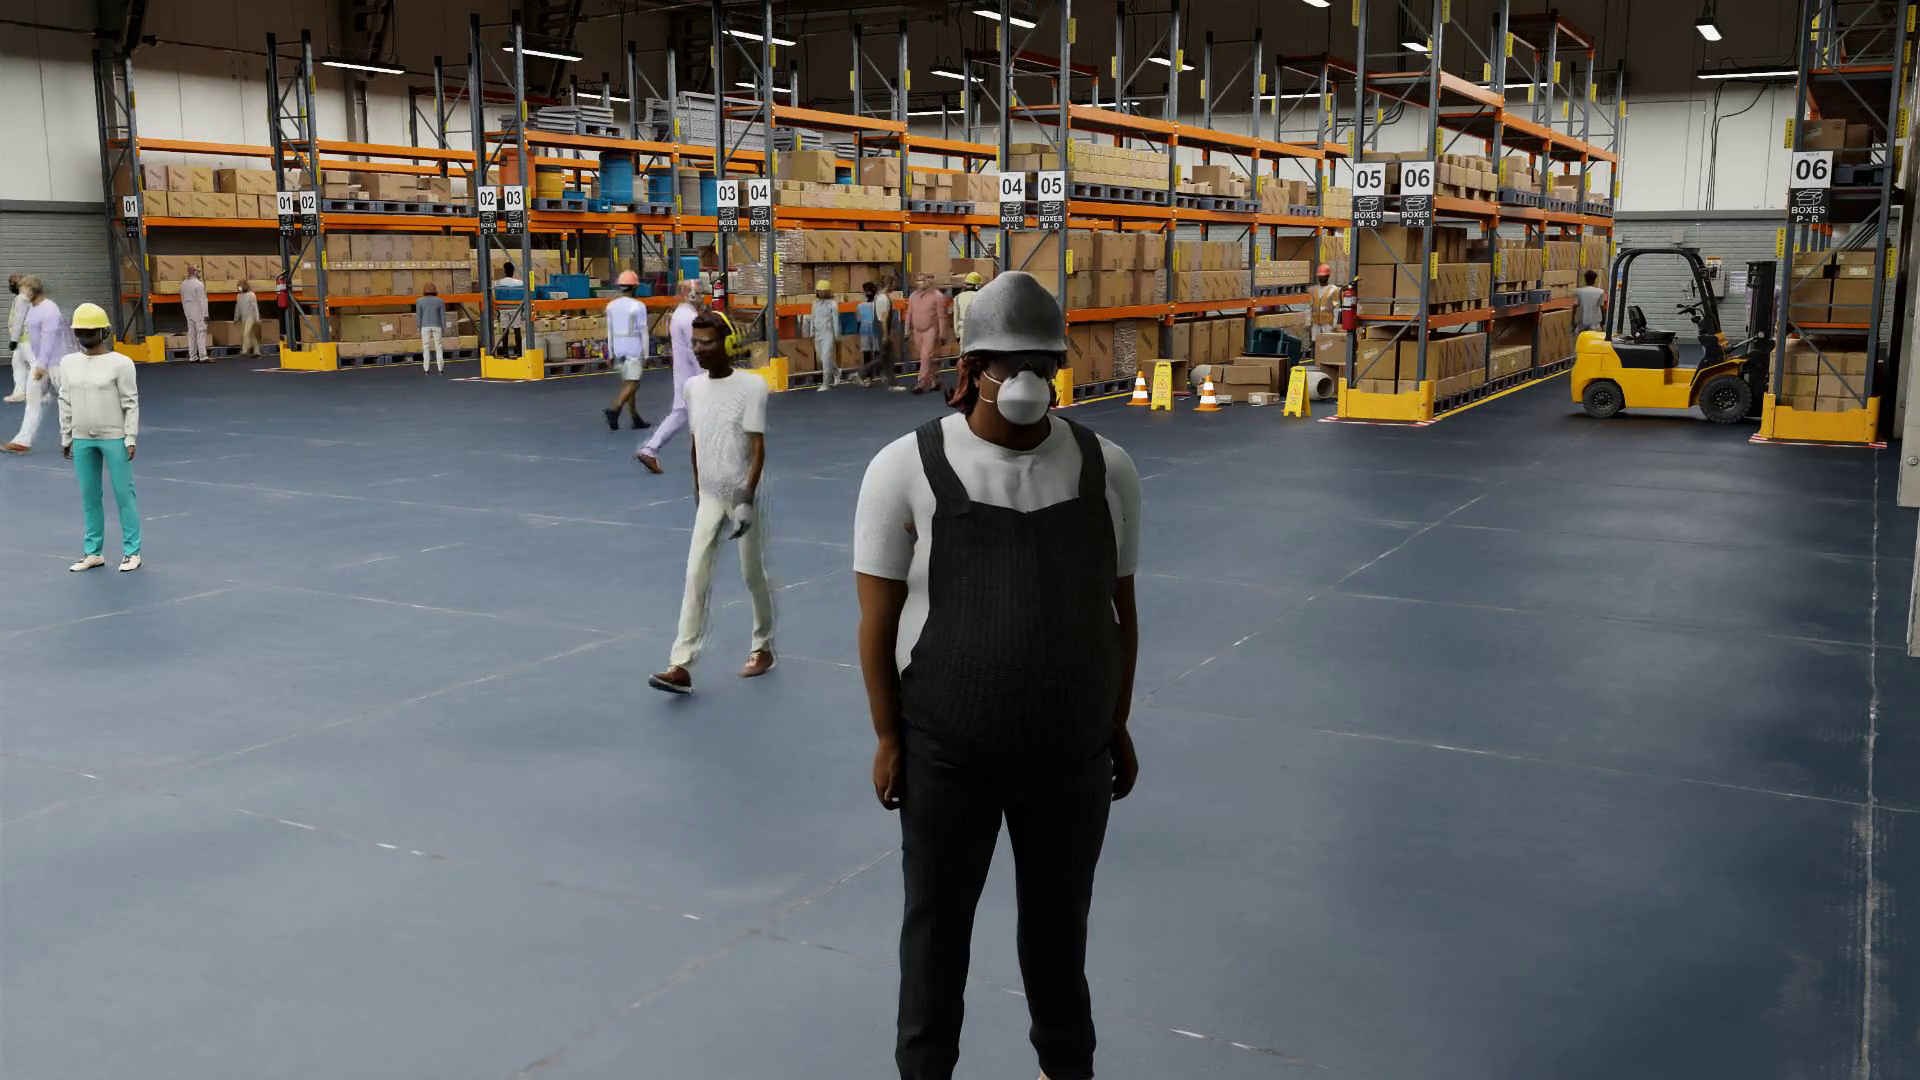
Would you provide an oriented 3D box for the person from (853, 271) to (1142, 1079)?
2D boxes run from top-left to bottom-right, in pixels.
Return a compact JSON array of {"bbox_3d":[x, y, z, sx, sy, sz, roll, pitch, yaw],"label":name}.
[{"bbox_3d":[0.123,0.416,3.803,0.682,2.000,0.537,-3,10,-15],"label":"person"}]

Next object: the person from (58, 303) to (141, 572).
[{"bbox_3d":[-5.663,-0.667,10.948,0.525,1.770,0.307,0,10,3],"label":"person"}]

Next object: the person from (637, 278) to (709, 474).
[{"bbox_3d":[-2.634,-1.568,15.940,0.969,1.871,0.634,-2,10,-13],"label":"person"}]

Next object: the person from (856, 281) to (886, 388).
[{"bbox_3d":[-1.374,-3.230,26.199,0.544,1.677,0.468,3,10,16],"label":"person"}]

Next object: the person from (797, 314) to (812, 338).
[{"bbox_3d":[-2.590,-3.922,29.540,0.626,1.931,0.373,0,10,-2],"label":"person"}]

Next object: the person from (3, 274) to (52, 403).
[{"bbox_3d":[-13.235,-2.820,23.388,0.767,1.812,0.634,-4,11,-23],"label":"person"}]

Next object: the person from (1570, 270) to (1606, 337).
[{"bbox_3d":[10.693,-3.658,28.269,0.549,1.823,0.965,5,11,28],"label":"person"}]

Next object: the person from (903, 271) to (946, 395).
[{"bbox_3d":[-0.514,-3.150,25.265,0.654,1.860,0.999,7,12,35],"label":"person"}]

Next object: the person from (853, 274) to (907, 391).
[{"bbox_3d":[-1.224,-3.165,25.472,0.743,1.803,0.542,-1,10,-3],"label":"person"}]

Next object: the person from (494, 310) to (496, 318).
[{"bbox_3d":[-9.984,-5.049,36.465,0.593,1.827,0.932,6,11,30],"label":"person"}]

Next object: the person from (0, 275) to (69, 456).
[{"bbox_3d":[-9.562,-1.825,17.434,0.654,1.875,1.058,7,12,37],"label":"person"}]

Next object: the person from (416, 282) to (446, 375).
[{"bbox_3d":[-9.270,-3.709,29.176,0.494,1.624,0.280,-4,10,-22],"label":"person"}]

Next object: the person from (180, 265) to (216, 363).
[{"bbox_3d":[-14.762,-4.368,32.208,0.642,1.909,0.408,5,11,28],"label":"person"}]

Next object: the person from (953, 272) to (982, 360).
[{"bbox_3d":[0.190,-3.130,25.173,0.591,1.834,0.404,5,11,29],"label":"person"}]

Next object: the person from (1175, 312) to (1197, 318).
[{"bbox_3d":[4.660,-4.766,34.609,0.611,1.875,0.914,3,10,16],"label":"person"}]

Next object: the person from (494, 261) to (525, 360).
[{"bbox_3d":[-8.991,-4.577,33.254,0.608,1.966,0.372,0,10,1],"label":"person"}]

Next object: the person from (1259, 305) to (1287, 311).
[{"bbox_3d":[6.909,-5.125,36.718,0.552,1.886,1.006,6,11,32],"label":"person"}]

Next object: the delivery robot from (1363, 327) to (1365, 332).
[{"bbox_3d":[9.222,-4.657,37.576,0.707,0.478,0.477,-1,10,-8],"label":"delivery robot"}]

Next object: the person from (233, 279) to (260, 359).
[{"bbox_3d":[-14.406,-4.422,33.413,0.531,1.598,0.804,5,11,28],"label":"person"}]

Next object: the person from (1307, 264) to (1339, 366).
[{"bbox_3d":[6.125,-3.691,28.153,0.551,1.934,0.373,7,12,36],"label":"person"}]

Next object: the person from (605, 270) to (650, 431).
[{"bbox_3d":[-3.973,-2.233,19.694,0.557,1.918,0.813,5,11,27],"label":"person"}]

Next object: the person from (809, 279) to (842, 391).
[{"bbox_3d":[-2.040,-3.183,25.805,0.490,1.723,0.668,7,12,36],"label":"person"}]

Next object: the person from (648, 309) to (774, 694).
[{"bbox_3d":[-1.151,-0.175,7.926,0.498,1.820,0.947,4,10,22],"label":"person"}]

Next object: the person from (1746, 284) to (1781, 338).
[{"bbox_3d":[13.916,-3.790,28.801,0.581,1.919,0.390,4,11,24],"label":"person"}]
